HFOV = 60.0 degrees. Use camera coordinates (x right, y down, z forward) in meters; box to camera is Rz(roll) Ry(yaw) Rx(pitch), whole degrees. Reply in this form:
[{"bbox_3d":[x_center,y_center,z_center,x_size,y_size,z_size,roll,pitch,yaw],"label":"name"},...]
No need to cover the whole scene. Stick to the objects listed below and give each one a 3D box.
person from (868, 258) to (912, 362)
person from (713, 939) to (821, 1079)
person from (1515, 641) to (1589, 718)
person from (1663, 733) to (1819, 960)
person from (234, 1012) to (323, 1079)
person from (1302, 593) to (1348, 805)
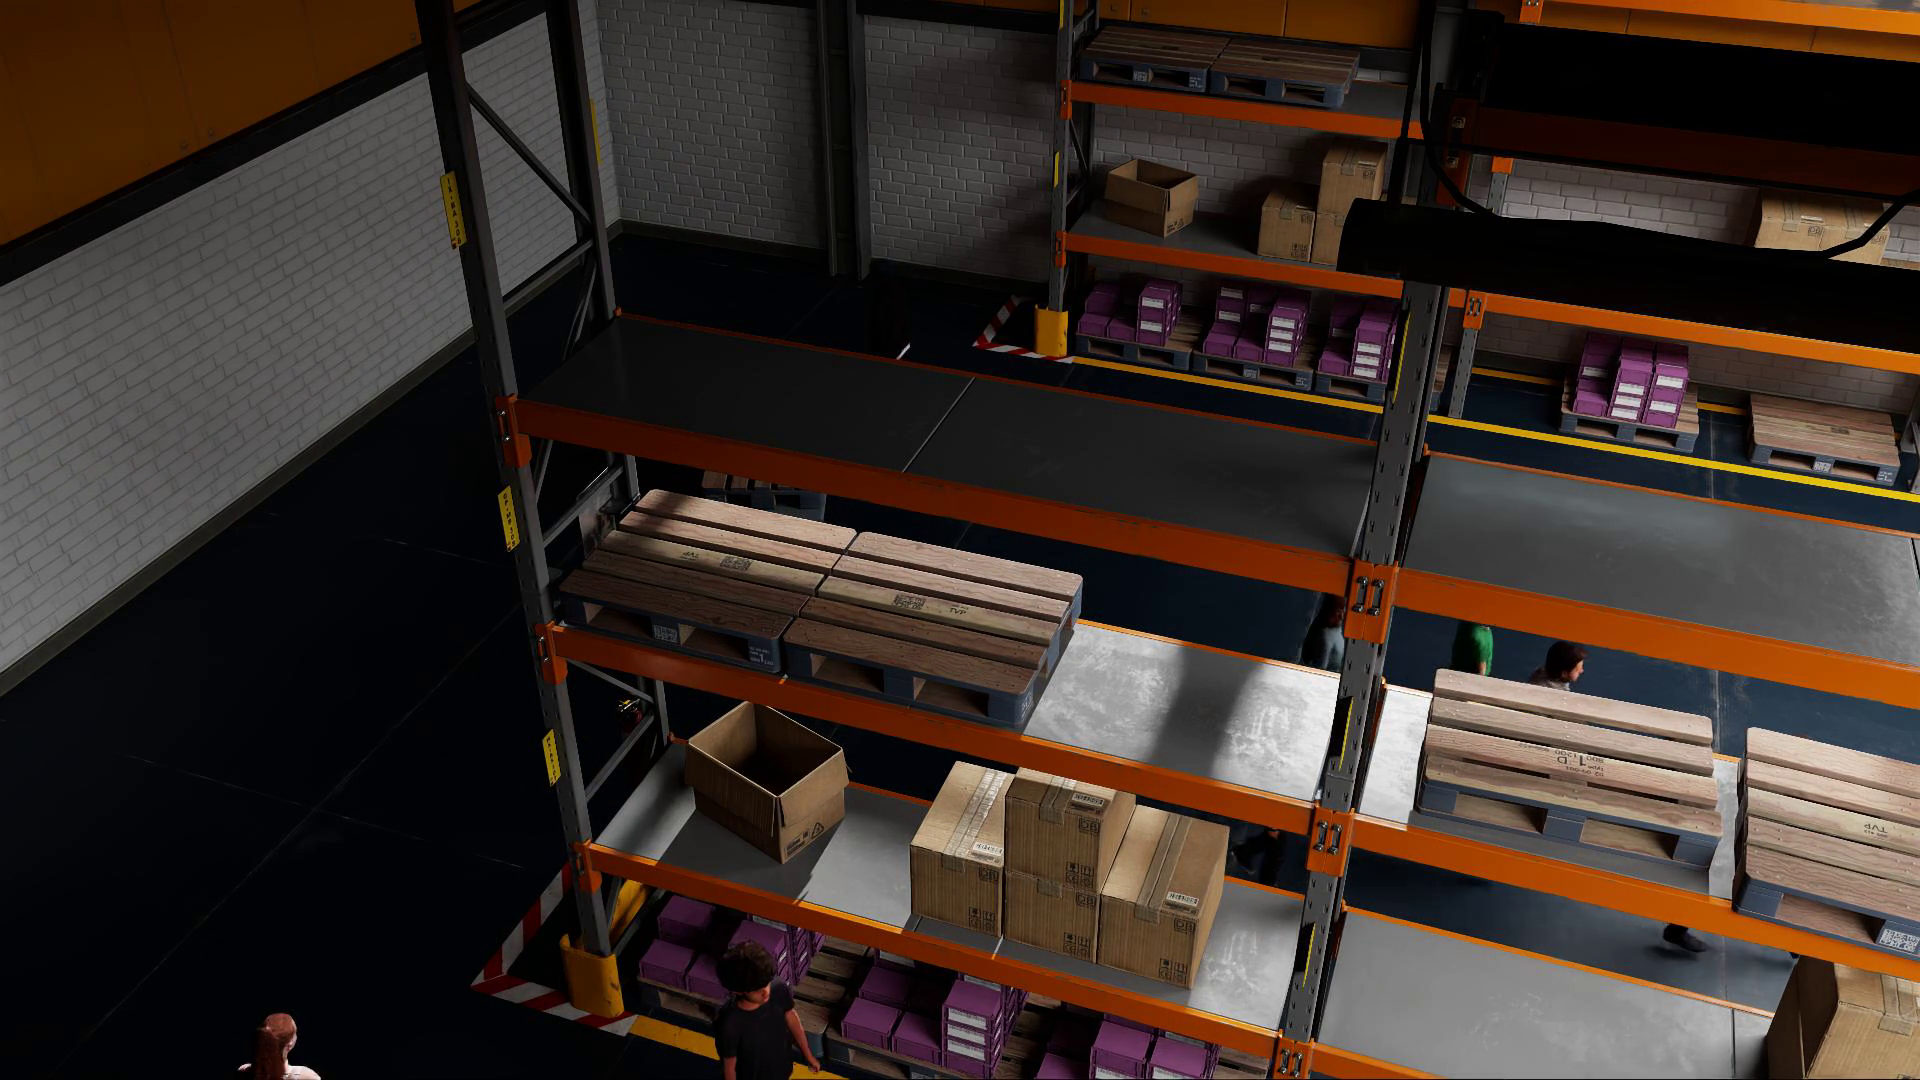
[{"bbox_3d":[-0.546,-1.662,14.968,1.124,1.782,0.831,19,38,26],"label":"person"},{"bbox_3d":[-1.067,2.664,8.491,1.140,1.748,0.794,20,38,27],"label":"person"},{"bbox_3d":[3.450,1.369,10.359,0.850,1.836,0.809,3,34,5],"label":"person"},{"bbox_3d":[4.628,1.850,9.786,1.187,1.670,0.604,10,35,15],"label":"person"},{"bbox_3d":[-3.220,3.043,7.967,1.139,1.695,0.936,-3,34,-5],"label":"person"},{"bbox_3d":[2.293,1.024,10.973,0.583,1.732,0.581,11,35,16],"label":"person"}]
